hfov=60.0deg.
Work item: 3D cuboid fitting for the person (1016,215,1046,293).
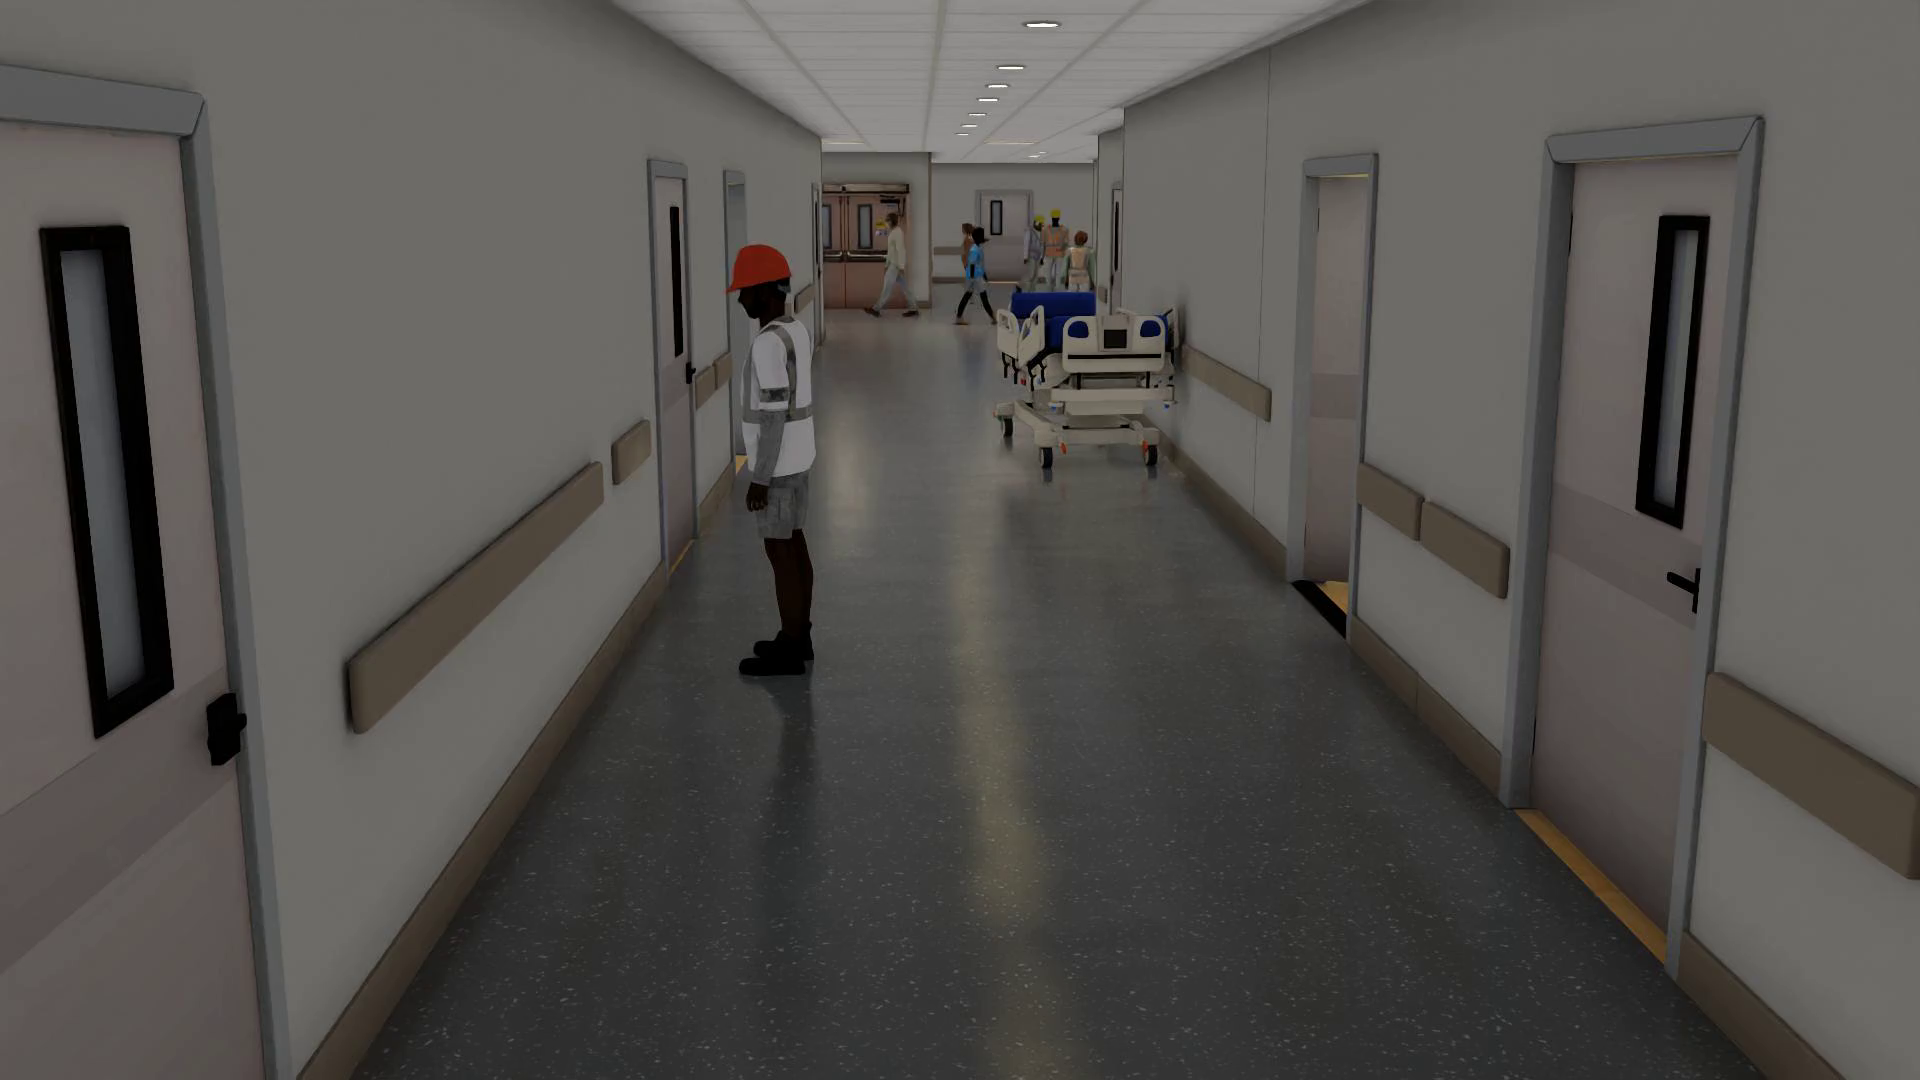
[{"bbox_3d":[1.550,-6.098,35.845,0.534,1.782,0.627,9,14,36],"label":"person"}]

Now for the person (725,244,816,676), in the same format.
[{"bbox_3d":[-0.845,-0.350,7.471,0.373,1.932,0.542,2,12,9],"label":"person"}]

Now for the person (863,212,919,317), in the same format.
[{"bbox_3d":[-1.217,-4.981,30.152,1.060,1.882,0.650,-1,12,-6],"label":"person"}]

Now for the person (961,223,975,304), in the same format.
[{"bbox_3d":[0.172,-5.660,34.054,0.314,1.640,0.516,1,12,6],"label":"person"}]

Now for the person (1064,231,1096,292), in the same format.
[{"bbox_3d":[1.901,-4.129,26.635,0.534,1.625,0.452,5,13,25],"label":"person"}]

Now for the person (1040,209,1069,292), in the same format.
[{"bbox_3d":[1.978,-5.945,34.756,0.608,1.915,0.416,2,12,11],"label":"person"}]

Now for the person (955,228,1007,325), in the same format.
[{"bbox_3d":[0.334,-4.459,28.212,0.904,1.632,0.537,0,12,0],"label":"person"}]
